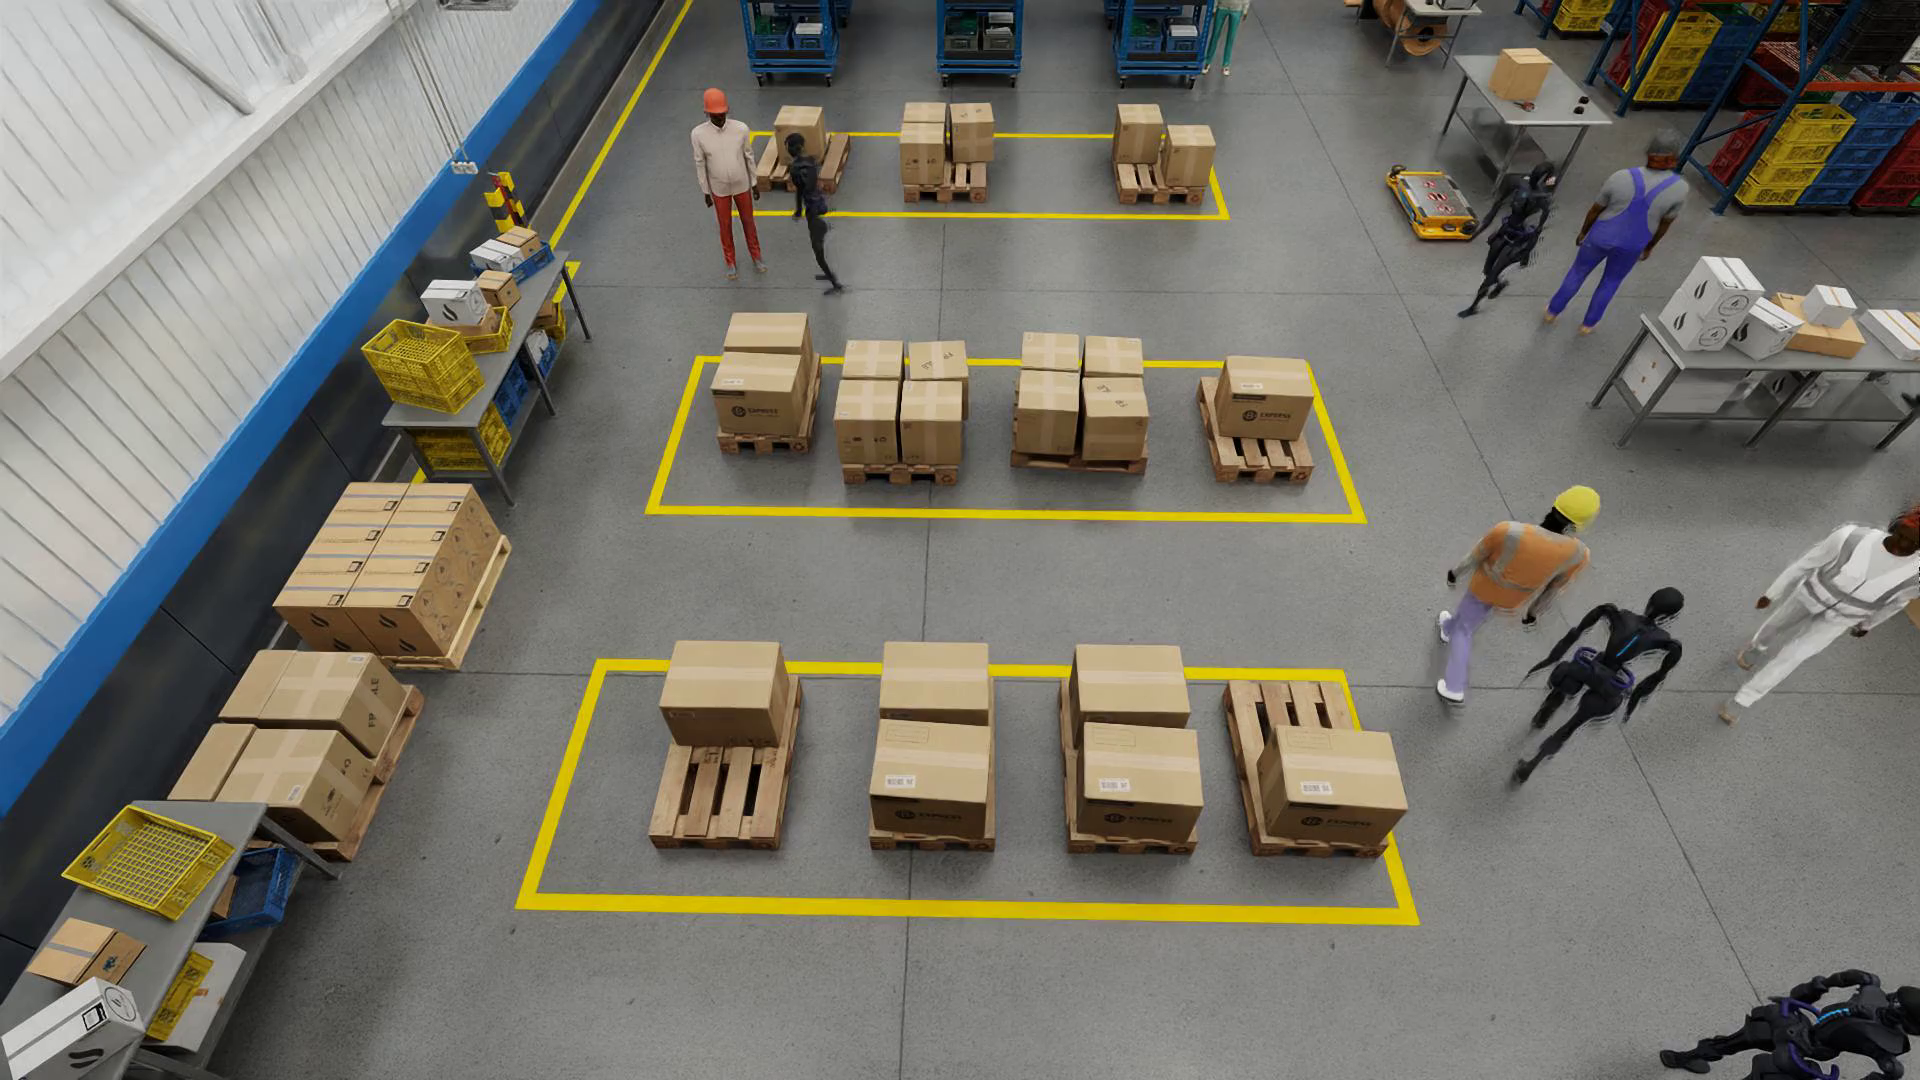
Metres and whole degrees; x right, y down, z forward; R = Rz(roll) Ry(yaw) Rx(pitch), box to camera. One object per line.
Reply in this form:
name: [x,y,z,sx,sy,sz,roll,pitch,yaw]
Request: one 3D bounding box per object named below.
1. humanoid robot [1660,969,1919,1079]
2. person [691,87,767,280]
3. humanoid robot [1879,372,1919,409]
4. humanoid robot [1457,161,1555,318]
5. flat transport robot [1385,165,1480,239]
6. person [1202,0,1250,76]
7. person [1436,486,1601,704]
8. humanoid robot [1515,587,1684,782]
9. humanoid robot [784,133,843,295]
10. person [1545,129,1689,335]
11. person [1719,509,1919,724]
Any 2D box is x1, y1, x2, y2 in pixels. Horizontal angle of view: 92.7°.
humanoid robot: [4.062,2.470,4.456,0.315,1.653,0.602,16,51,13]
person: [-2.407,-3.706,9.599,0.610,1.997,0.376,-17,51,-14]
humanoid robot: [9.150,-2.020,8.372,0.621,1.622,0.759,6,49,5]
humanoid robot: [5.598,-3.072,9.277,0.654,1.638,0.582,-15,51,-12]
flat transport robot: [5.692,-4.094,11.059,0.652,0.197,1.431,1,49,1]
person: [3.869,-7.608,13.126,0.523,1.769,0.322,9,50,8]
person: [3.664,0.323,6.187,0.598,1.872,0.905,9,50,8]
humanoid robot: [4.029,0.915,5.850,0.795,1.635,0.595,-34,57,-26]
humanoid robot: [-1.548,-3.406,9.558,0.417,1.622,0.657,-14,51,-12]
person: [6.430,-2.986,8.948,0.683,2.000,0.536,25,54,20]
person: [5.753,0.446,6.110,0.982,1.829,0.593,-33,57,-26]
